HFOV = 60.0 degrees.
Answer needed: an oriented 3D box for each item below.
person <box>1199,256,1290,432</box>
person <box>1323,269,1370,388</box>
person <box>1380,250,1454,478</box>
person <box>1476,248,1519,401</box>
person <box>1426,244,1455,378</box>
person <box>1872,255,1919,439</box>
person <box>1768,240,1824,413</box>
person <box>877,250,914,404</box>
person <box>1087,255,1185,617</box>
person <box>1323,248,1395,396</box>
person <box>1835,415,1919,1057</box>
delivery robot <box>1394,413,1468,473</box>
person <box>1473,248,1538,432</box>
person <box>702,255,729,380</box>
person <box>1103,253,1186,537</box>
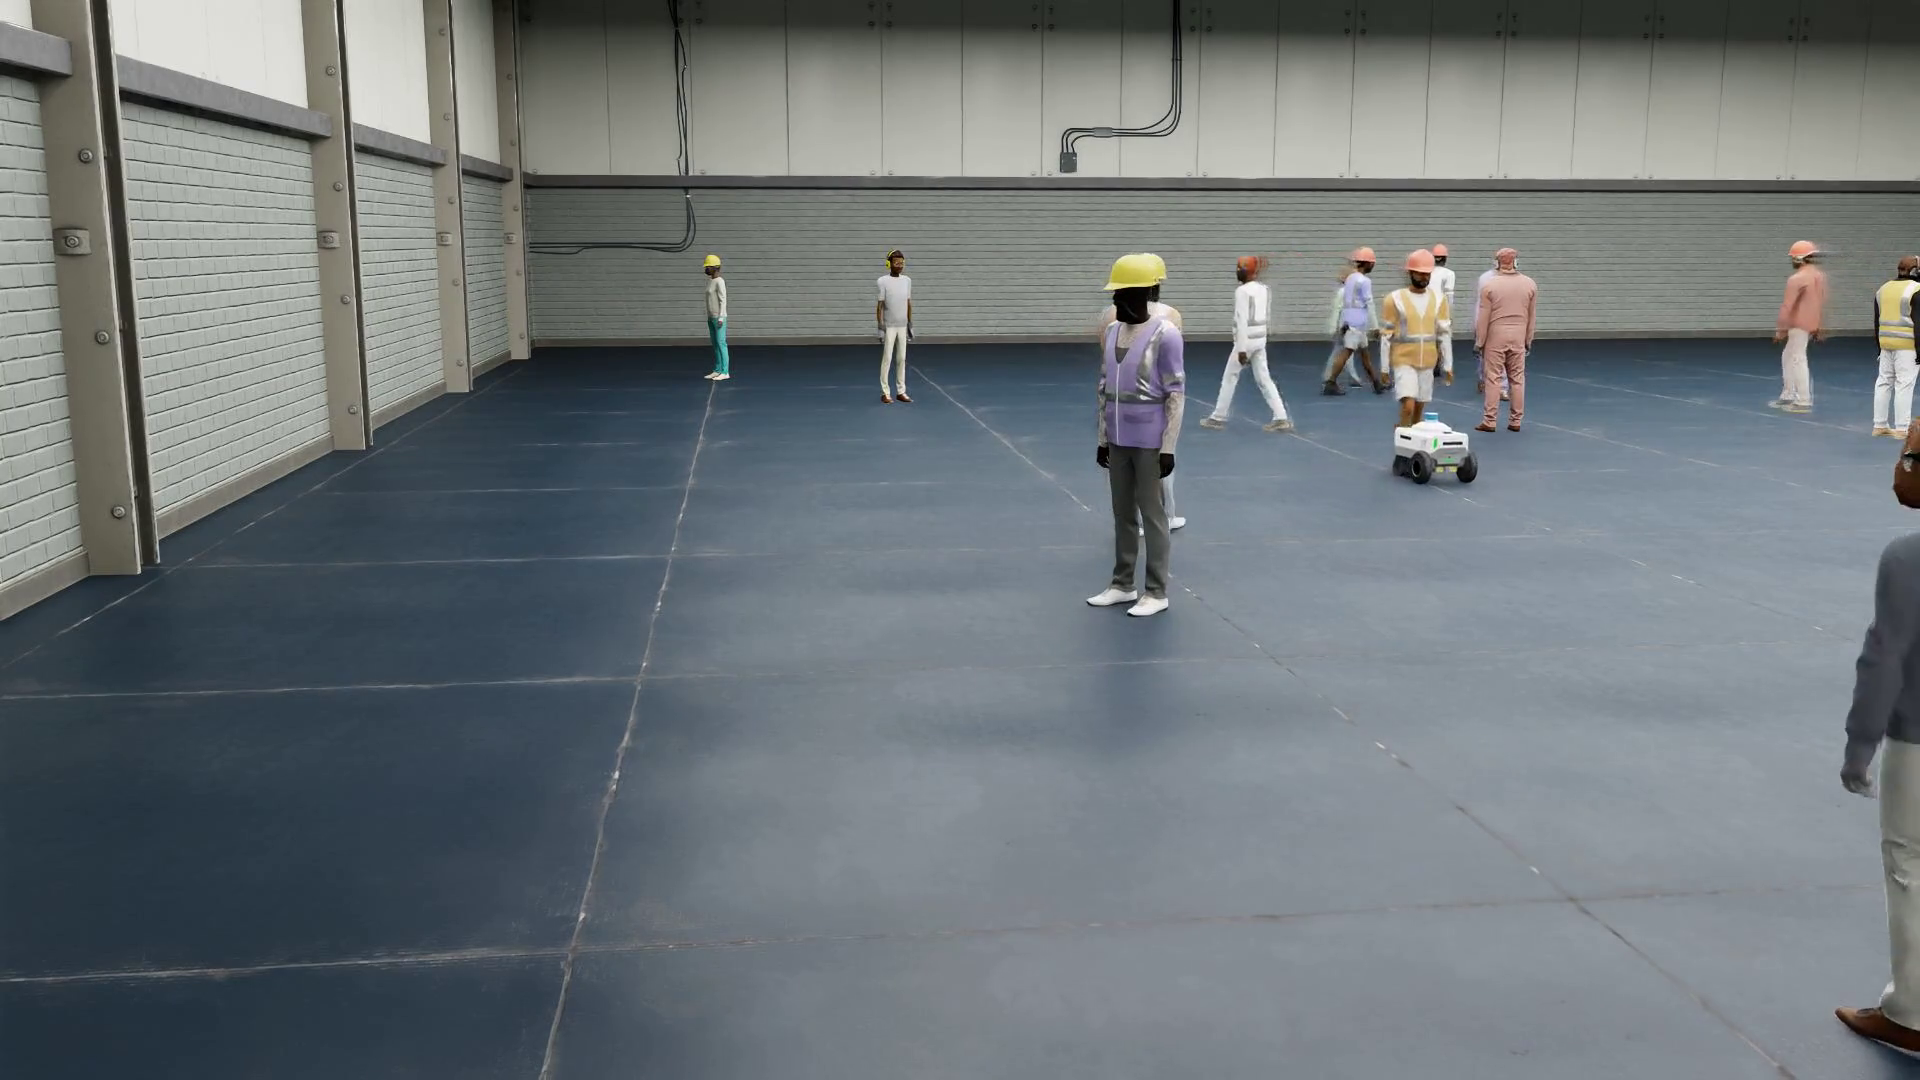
[{"bbox_3d":[3.033,-2.043,17.367,0.999,1.834,0.599,8,13,39],"label":"person"},{"bbox_3d":[5.235,-2.829,22.295,0.778,1.592,0.492,7,12,33],"label":"person"},{"bbox_3d":[3.882,-1.476,14.027,0.565,1.906,0.809,-2,10,-8],"label":"person"},{"bbox_3d":[6.736,-2.687,20.735,0.653,1.880,0.640,1,10,3],"label":"person"},{"bbox_3d":[6.803,-3.257,23.771,0.552,1.923,0.395,8,13,37],"label":"person"},{"bbox_3d":[9.481,-1.932,16.726,0.429,1.839,0.622,-2,11,-13],"label":"person"},{"bbox_3d":[9.614,-2.464,19.252,0.654,1.971,0.702,-8,13,-37],"label":"person"},{"bbox_3d":[-0.785,-2.595,20.304,0.512,1.861,0.314,-8,13,-37],"label":"person"},{"bbox_3d":[0.932,-0.553,8.914,0.382,1.924,0.594,-7,13,-35],"label":"person"},{"bbox_3d":[5.123,-2.771,21.201,1.017,1.877,0.566,-1,10,-7],"label":"person"},{"bbox_3d":[2.385,0.478,4.080,0.528,1.619,0.352,-4,11,-21],"label":"person"},{"bbox_3d":[3.925,-0.817,13.868,0.477,0.478,0.707,-3,11,-14],"label":"delivery robot"},{"bbox_3d":[5.644,-2.067,17.294,0.637,1.902,0.406,-1,10,-7],"label":"person"},{"bbox_3d":[-3.480,-3.148,23.584,0.324,1.767,0.533,-5,12,-27],"label":"person"},{"bbox_3d":[1.286,-0.968,11.241,0.613,1.901,0.778,7,12,32],"label":"person"}]
